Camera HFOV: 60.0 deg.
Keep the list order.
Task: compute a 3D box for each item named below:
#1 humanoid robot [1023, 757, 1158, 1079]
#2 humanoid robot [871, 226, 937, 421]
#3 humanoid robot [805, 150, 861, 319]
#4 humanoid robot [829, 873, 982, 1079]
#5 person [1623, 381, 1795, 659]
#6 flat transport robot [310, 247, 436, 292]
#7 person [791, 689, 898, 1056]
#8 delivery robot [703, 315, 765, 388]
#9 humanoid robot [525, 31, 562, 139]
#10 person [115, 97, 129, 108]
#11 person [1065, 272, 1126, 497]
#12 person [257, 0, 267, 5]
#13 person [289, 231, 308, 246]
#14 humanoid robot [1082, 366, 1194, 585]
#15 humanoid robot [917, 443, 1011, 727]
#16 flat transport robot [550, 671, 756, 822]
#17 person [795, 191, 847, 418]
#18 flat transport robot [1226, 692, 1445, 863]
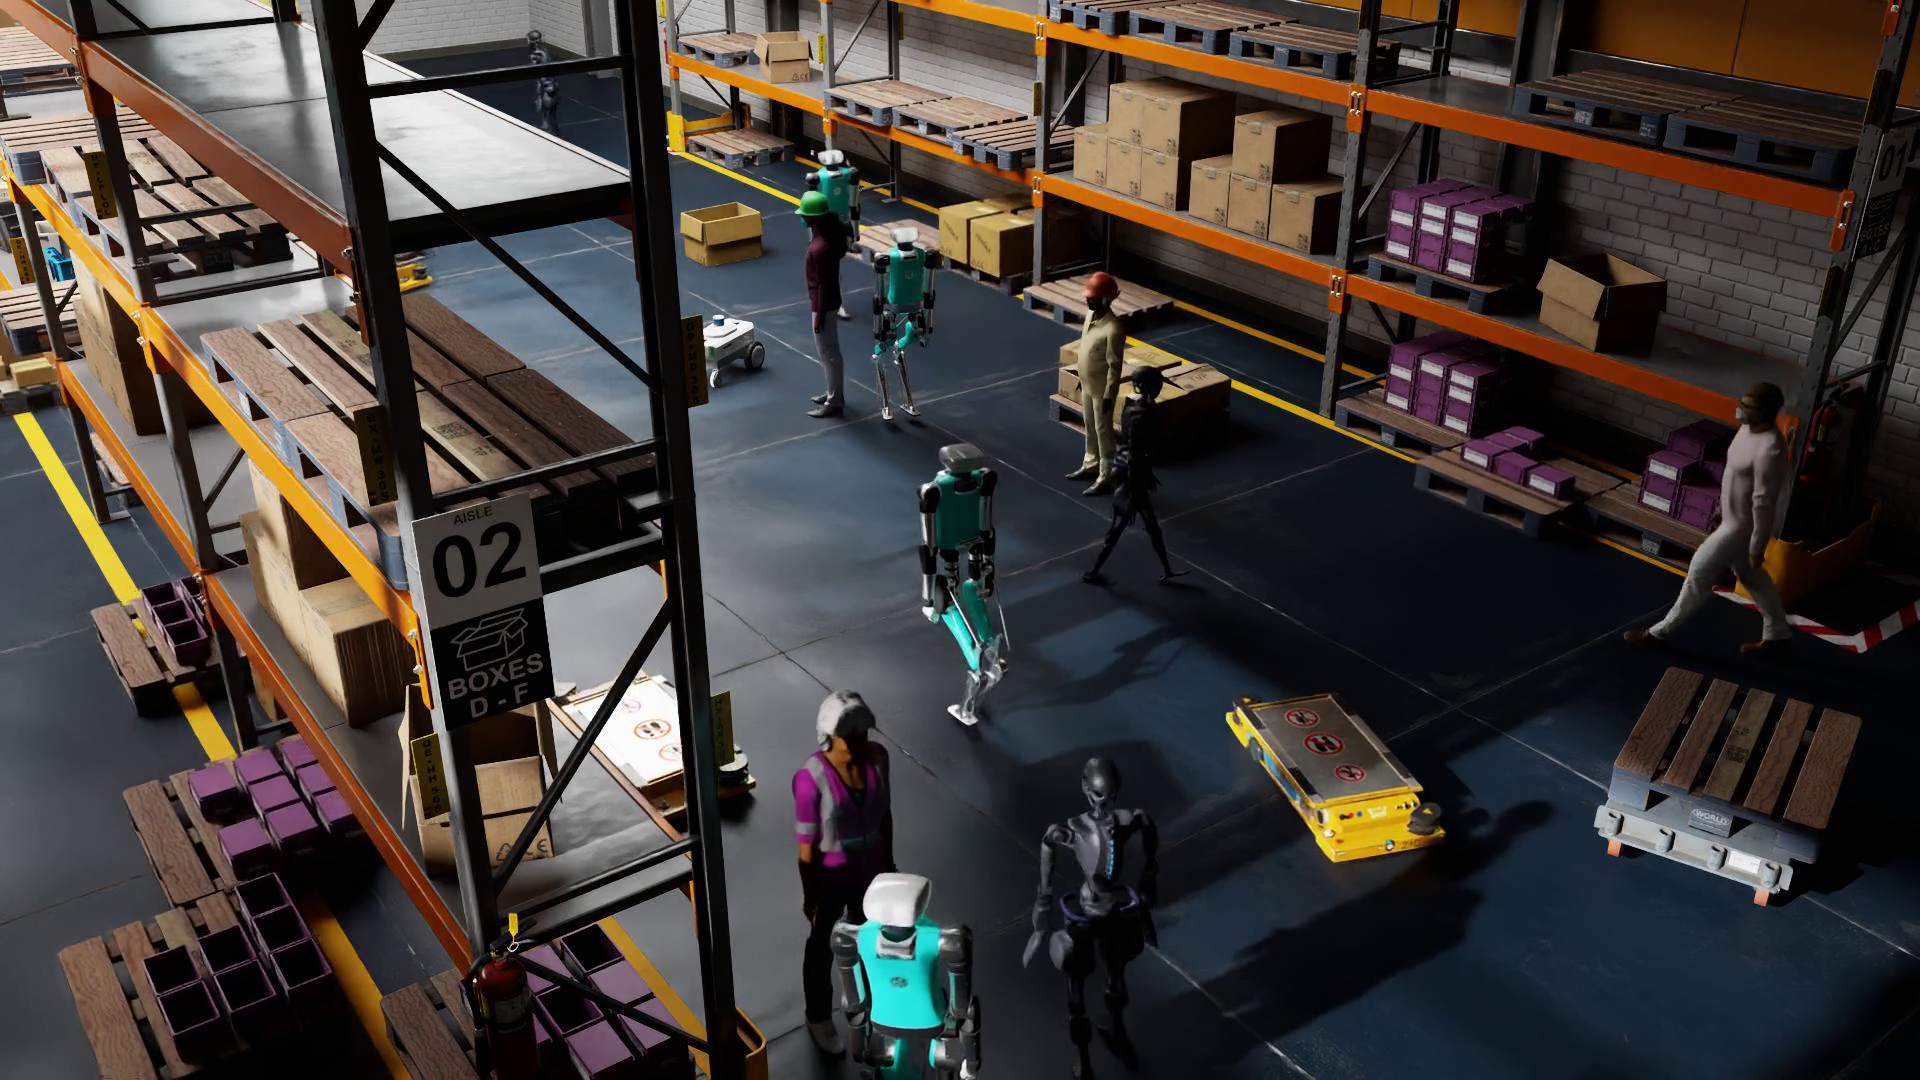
[{"bbox_3d":[0.570,1.645,7.170,0.611,1.650,0.463,-9,28,-17],"label":"humanoid robot"},{"bbox_3d":[-0.532,-1.857,13.897,0.533,1.677,0.735,-10,28,-18],"label":"humanoid robot"},{"bbox_3d":[-1.282,-2.957,16.253,0.554,1.802,0.724,-11,29,-21],"label":"humanoid robot"},{"bbox_3d":[-0.160,1.906,6.583,0.562,1.737,1.018,4,27,7],"label":"humanoid robot"},{"bbox_3d":[4.887,-0.107,10.397,1.030,1.890,0.640,8,28,15],"label":"person"},{"bbox_3d":[-6.345,-2.846,17.648,1.431,0.231,0.659,16,31,29],"label":"flat transport robot"},{"bbox_3d":[-0.503,1.451,7.358,0.508,1.839,0.338,-20,33,-34],"label":"person"},{"bbox_3d":[-2.175,-1.756,15.155,0.499,0.589,0.782,13,29,24],"label":"delivery robot"},{"bbox_3d":[-5.566,-6.012,22.387,0.396,1.635,0.635,0,27,0],"label":"humanoid robot"},{"bbox_3d":[-10.261,-5.103,20.232,0.401,1.986,0.610,11,29,21],"label":"person"},{"bbox_3d":[1.047,-1.201,12.718,0.319,1.755,0.562,-9,28,-18],"label":"person"},{"bbox_3d":[-9.621,-6.635,23.360,0.420,1.904,0.663,-6,27,-11],"label":"person"},{"bbox_3d":[-6.392,-2.694,15.834,0.287,1.629,0.498,14,30,25],"label":"person"},{"bbox_3d":[1.230,-0.403,11.255,0.764,1.626,0.587,7,28,14],"label":"humanoid robot"},{"bbox_3d":[0.107,0.372,9.662,0.554,1.839,0.664,-20,33,-34],"label":"humanoid robot"},{"bbox_3d":[-1.827,1.159,9.681,0.659,0.231,1.431,-18,32,-31],"label":"flat transport robot"},{"bbox_3d":[-1.151,-1.987,14.072,0.430,1.947,0.499,1,27,2],"label":"person"},{"bbox_3d":[2.096,1.290,9.420,0.659,0.231,1.431,-7,28,-14],"label":"flat transport robot"}]
